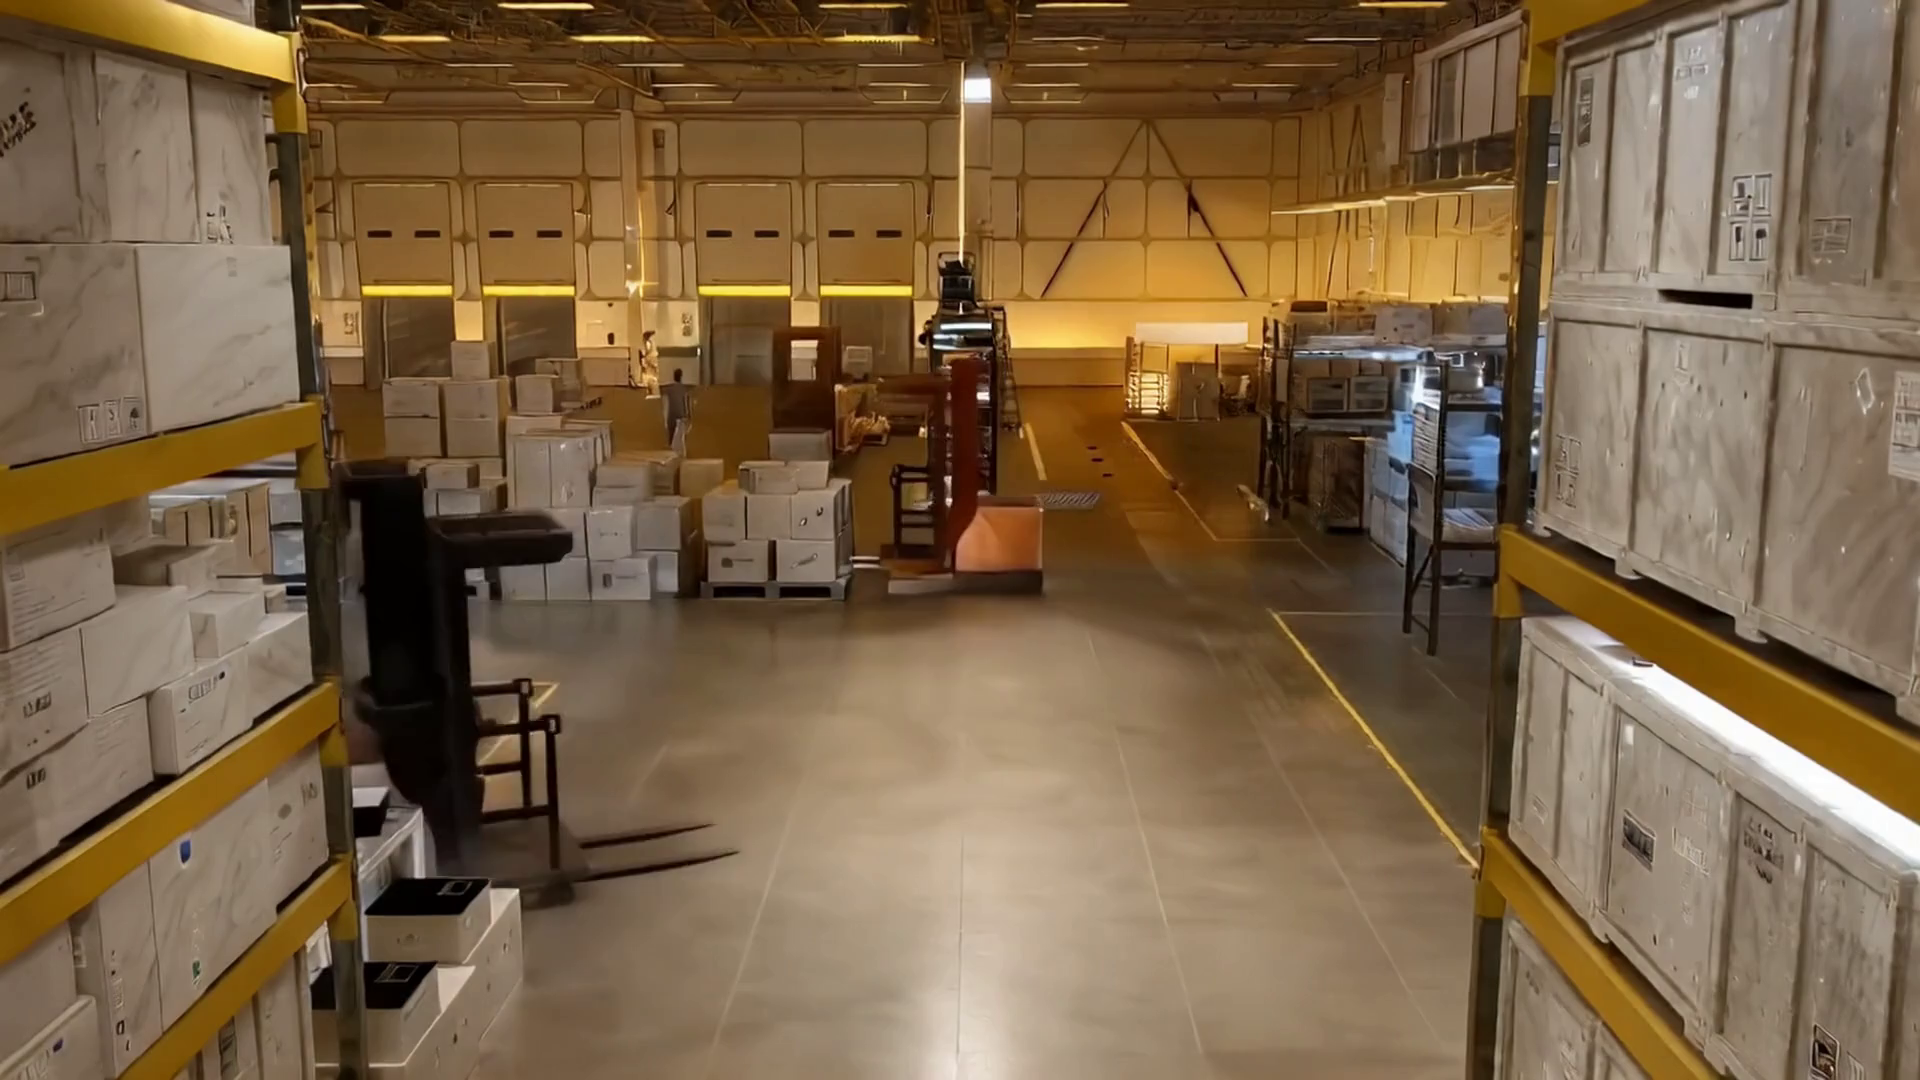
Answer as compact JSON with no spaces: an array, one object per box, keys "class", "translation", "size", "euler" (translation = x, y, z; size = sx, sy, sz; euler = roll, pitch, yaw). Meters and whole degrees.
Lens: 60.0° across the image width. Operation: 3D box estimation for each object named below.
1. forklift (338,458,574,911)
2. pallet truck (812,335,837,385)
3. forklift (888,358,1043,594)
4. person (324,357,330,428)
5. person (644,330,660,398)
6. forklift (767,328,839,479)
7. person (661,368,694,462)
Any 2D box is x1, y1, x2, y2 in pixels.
[{"class":"forklift","translation":[-3.522,0.918,10.404],"size":[1.873,2.768,1.129],"euler":[-4,11,-24]},{"class":"pallet truck","translation":[-3.021,-4.312,43.126],"size":[1.885,1.965,0.823],"euler":[3,10,17]},{"class":"forklift","translation":[0.077,-0.808,20.363],"size":[1.873,2.768,1.129],"euler":[0,10,1]},{"class":"person","translation":[-14.494,-3.342,37.782],"size":[0.341,1.913,0.592],"euler":[-1,10,-3]},{"class":"person","translation":[-8.765,-4.990,47.245],"size":[0.389,1.930,0.544],"euler":[-8,13,-38]},{"class":"forklift","translation":[-2.738,-2.265,28.771],"size":[1.129,2.768,1.873],"euler":[0,10,1]},{"class":"person","translation":[-5.369,-2.300,31.687],"size":[0.630,1.940,0.372],"euler":[2,10,11]}]
